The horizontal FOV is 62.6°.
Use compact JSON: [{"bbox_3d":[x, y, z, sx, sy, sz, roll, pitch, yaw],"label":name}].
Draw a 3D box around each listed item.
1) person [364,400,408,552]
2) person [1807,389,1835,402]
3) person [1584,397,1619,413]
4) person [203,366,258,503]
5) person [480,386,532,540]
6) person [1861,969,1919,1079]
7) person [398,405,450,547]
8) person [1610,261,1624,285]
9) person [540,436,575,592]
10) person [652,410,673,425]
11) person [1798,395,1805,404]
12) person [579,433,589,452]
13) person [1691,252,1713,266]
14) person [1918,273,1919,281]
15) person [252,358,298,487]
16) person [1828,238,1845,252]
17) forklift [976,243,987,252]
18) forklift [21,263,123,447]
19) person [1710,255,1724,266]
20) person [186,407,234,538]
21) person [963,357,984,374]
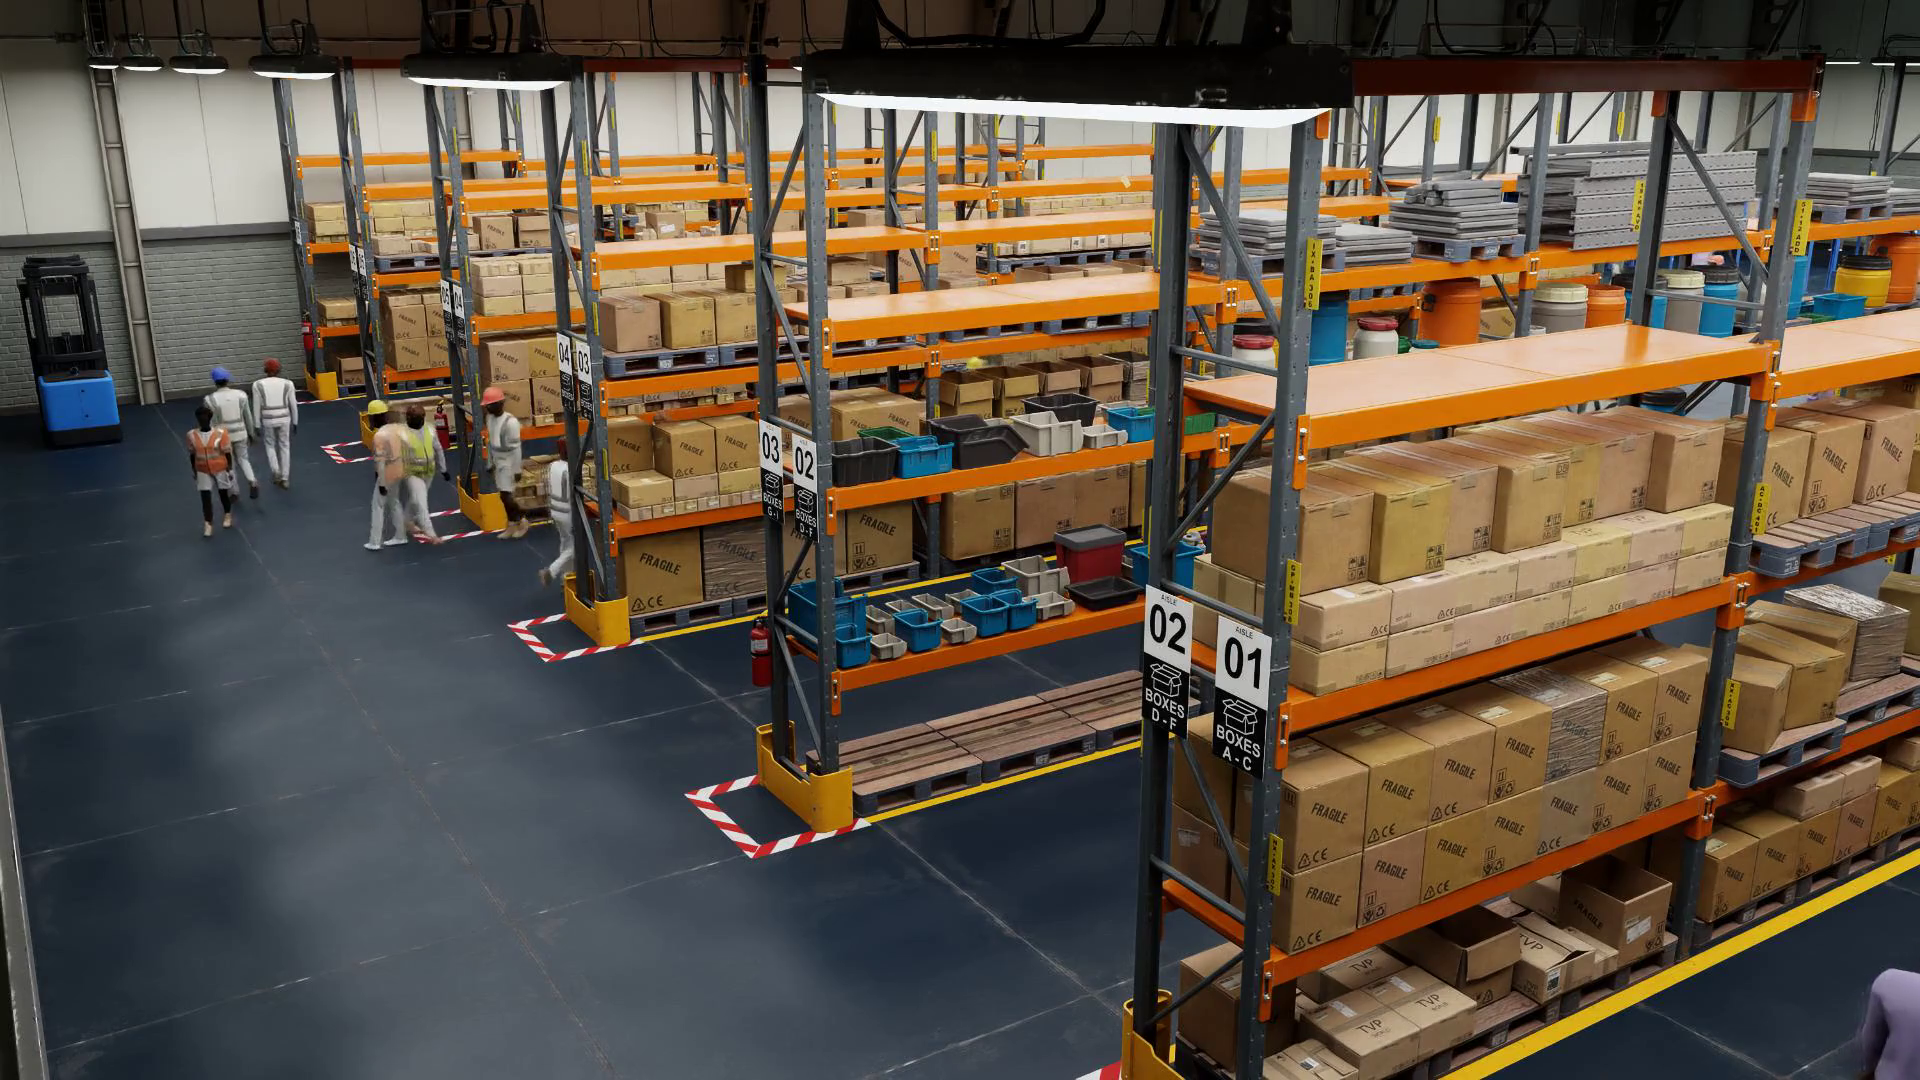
[{"bbox_3d":[-7.283,-0.822,19.880,0.528,1.907,0.603,2,17,6],"label":"person"},{"bbox_3d":[12.480,-1.793,22.831,0.609,2.043,0.397,-8,19,-25],"label":"person"},{"bbox_3d":[8.607,-1.219,21.027,0.883,2.000,0.693,-9,19,-27],"label":"person"},{"bbox_3d":[-10.104,-1.448,21.900,0.571,1.924,0.616,16,23,42],"label":"person"},{"bbox_3d":[-5.835,-0.969,20.150,0.627,2.031,0.418,16,23,42],"label":"person"},{"bbox_3d":[4.856,2.821,7.994,1.042,1.886,0.652,-13,21,-37],"label":"person"},{"bbox_3d":[-6.978,-0.872,20.255,0.952,1.804,0.625,11,20,33],"label":"person"},{"bbox_3d":[16.733,-6.994,40.147,0.378,1.897,0.723,7,18,21],"label":"person"},{"bbox_3d":[-4.595,-0.258,18.088,0.606,1.869,0.594,-16,23,-42],"label":"person"},{"bbox_3d":[-3.845,-0.900,20.595,0.266,1.631,0.507,-8,19,-25],"label":"person"},{"bbox_3d":[14.798,-3.047,27.266,0.528,1.849,0.642,4,17,13],"label":"person"},{"bbox_3d":[-5.777,-1.938,24.045,0.732,1.605,0.523,-13,22,-37],"label":"person"},{"bbox_3d":[18.410,-6.778,39.424,0.678,1.892,0.432,-3,17,-8],"label":"person"},{"bbox_3d":[21.161,-5.278,34.509,0.566,1.895,0.660,-6,18,-20],"label":"person"},{"bbox_3d":[-9.905,-1.715,22.869,0.600,1.866,0.572,-8,19,-26],"label":"person"},{"bbox_3d":[28.308,-10.251,50.762,0.595,1.923,0.374,3,17,10],"label":"person"},{"bbox_3d":[0.988,-5.474,34.718,1.214,2.155,2.313,-10,20,-31],"label":"forklift"},{"bbox_3d":[-14.518,-3.079,25.708,1.129,2.768,1.873,-10,20,-31],"label":"forklift"},{"bbox_3d":[16.263,-5.157,34.013,0.986,1.947,0.665,-6,18,-19],"label":"person"},{"bbox_3d":[-9.764,-0.917,20.590,0.544,1.672,0.715,-4,17,-12],"label":"person"},{"bbox_3d":[0.164,-1.810,23.317,0.934,1.784,0.609,-10,20,-29],"label":"person"}]
